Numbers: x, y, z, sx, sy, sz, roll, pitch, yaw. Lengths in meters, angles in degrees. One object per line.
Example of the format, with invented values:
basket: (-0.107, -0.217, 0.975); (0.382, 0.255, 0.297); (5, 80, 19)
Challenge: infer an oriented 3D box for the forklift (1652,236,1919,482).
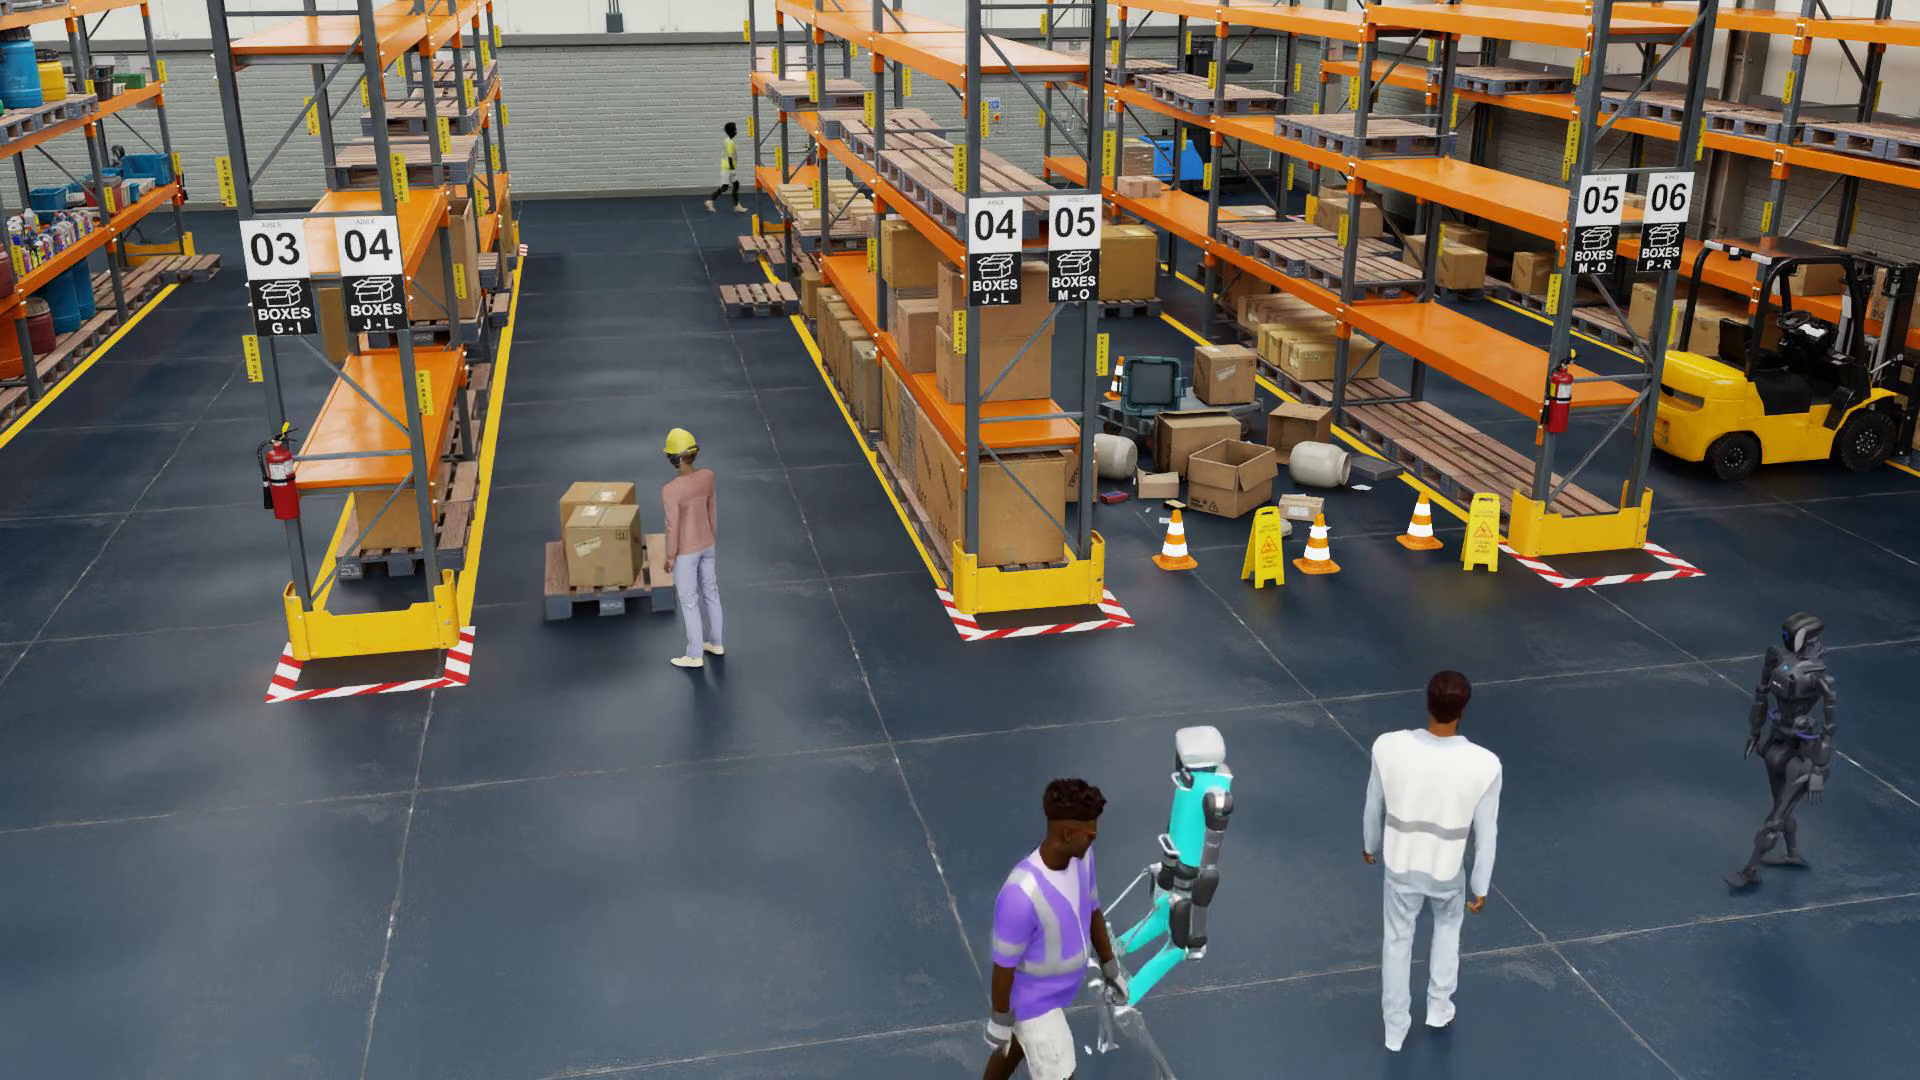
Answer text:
forklift: (8.013, -1.814, 16.330); (2.313, 2.155, 1.214); (-4, 21, -12)

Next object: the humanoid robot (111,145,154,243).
humanoid robot: (-13.965, -5.790, 27.857); (0.793, 1.630, 0.586); (3, 21, 9)

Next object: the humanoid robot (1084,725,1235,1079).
humanoid robot: (0.806, 1.708, 7.550); (0.793, 1.801, 0.532); (-3, 21, -9)

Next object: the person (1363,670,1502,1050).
person: (2.199, 1.491, 7.852); (0.605, 1.898, 0.600); (6, 21, 17)

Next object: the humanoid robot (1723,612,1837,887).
humanoid robot: (4.544, 1.143, 9.128); (0.697, 1.626, 0.598); (-6, 21, -16)

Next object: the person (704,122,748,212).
person: (-4.349, -6.856, 30.639); (0.741, 1.671, 0.540); (-1, 20, -4)

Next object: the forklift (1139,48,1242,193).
forklift: (4.566, -8.313, 32.860); (1.873, 2.768, 1.129); (-4, 21, -12)

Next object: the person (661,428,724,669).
person: (-1.940, 0.058, 11.899); (0.328, 1.765, 0.532); (12, 24, 30)

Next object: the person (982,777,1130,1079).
person: (0.400, 1.854, 6.873); (1.004, 1.896, 0.612); (11, 23, 26)
